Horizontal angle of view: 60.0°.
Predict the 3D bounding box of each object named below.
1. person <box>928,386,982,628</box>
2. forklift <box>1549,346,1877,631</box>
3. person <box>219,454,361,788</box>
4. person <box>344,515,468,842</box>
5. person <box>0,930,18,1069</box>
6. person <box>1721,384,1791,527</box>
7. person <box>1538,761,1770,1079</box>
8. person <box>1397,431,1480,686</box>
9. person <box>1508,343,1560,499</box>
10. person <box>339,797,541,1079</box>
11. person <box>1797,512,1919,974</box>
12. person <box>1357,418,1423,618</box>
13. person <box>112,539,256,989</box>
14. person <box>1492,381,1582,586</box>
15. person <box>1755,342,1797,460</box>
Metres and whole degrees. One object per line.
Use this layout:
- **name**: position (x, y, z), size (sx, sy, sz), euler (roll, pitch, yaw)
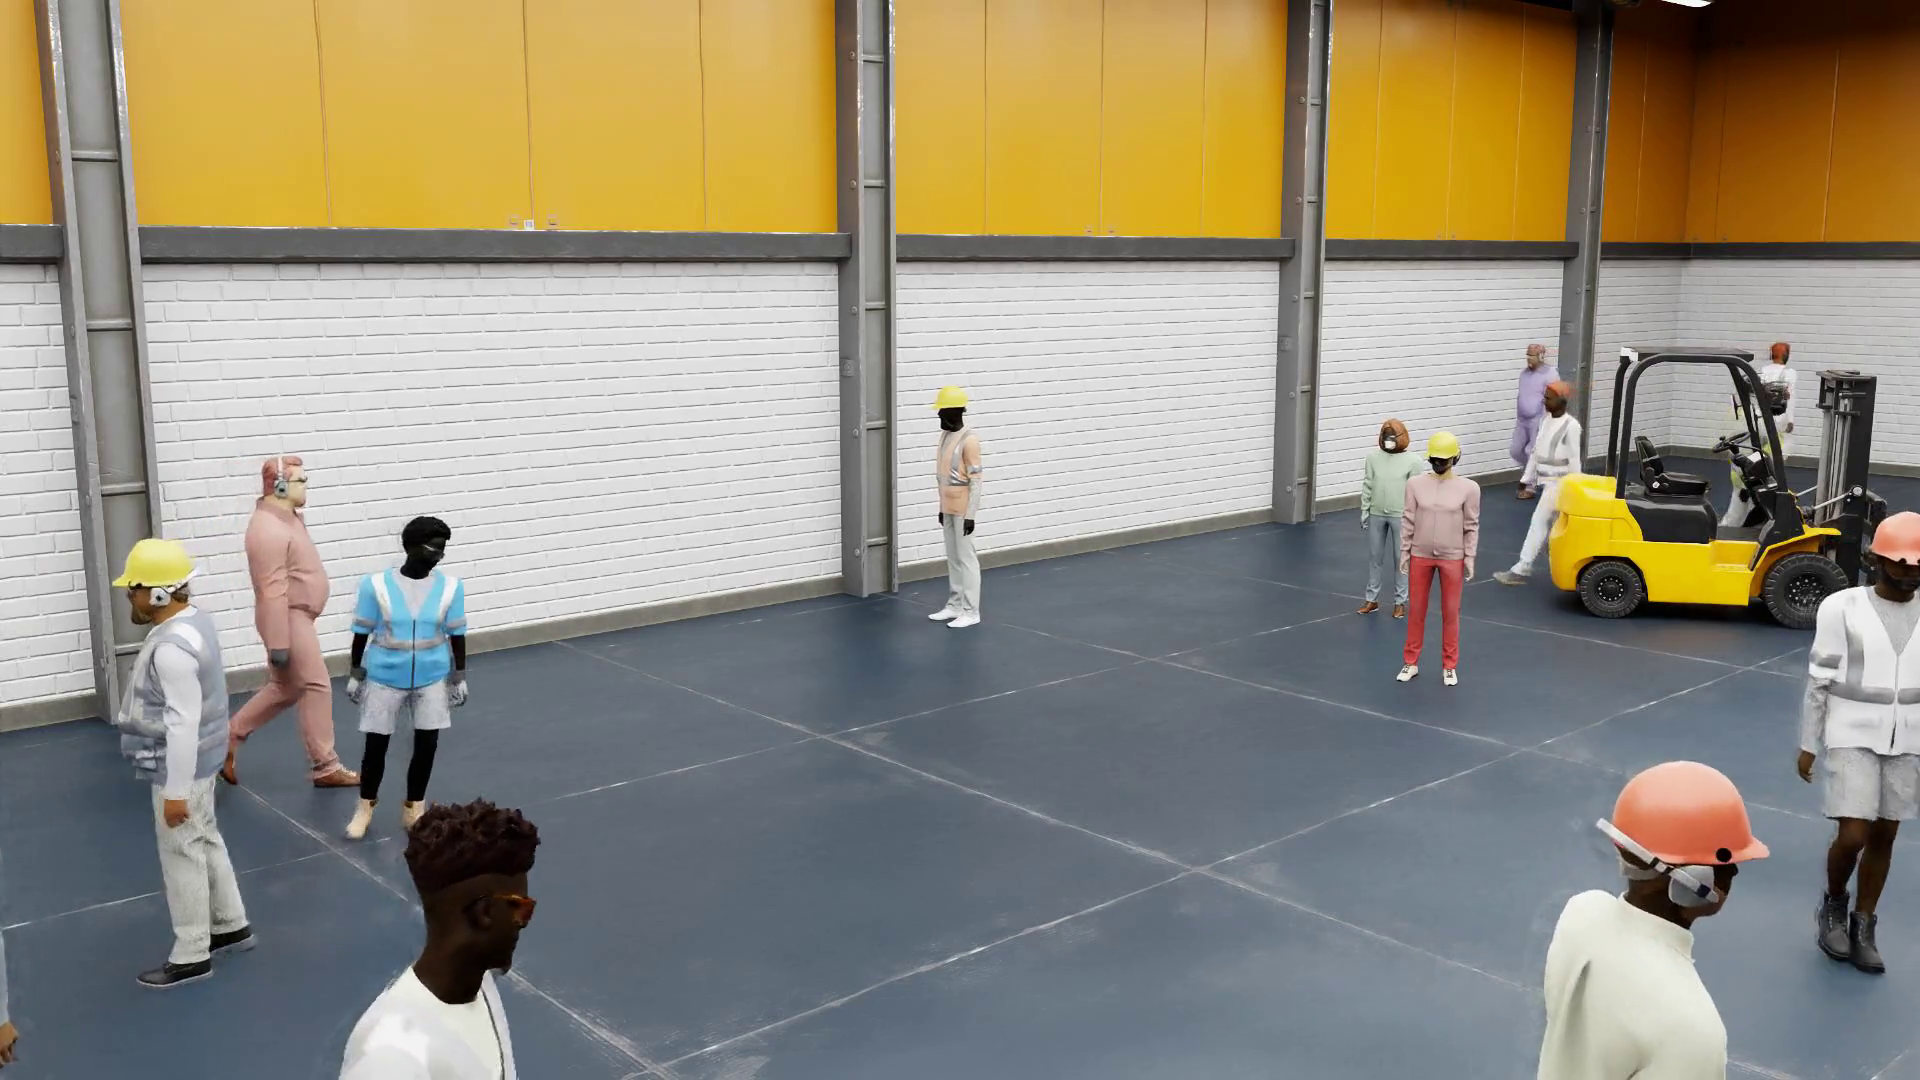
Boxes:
- **person**: position (-0.034, -0.264, 13.217), size (0.388, 1.926, 0.590), euler (-4, 11, -24)
- **forklift**: position (6.109, -0.478, 13.691), size (2.313, 2.155, 1.214), euler (3, 10, 16)
- **person**: position (-3.743, 0.462, 9.116), size (0.818, 1.881, 0.651), euler (-3, 10, -18)
- **person**: position (-2.805, 0.691, 8.396), size (0.638, 1.658, 0.374), euler (-5, 11, -26)
- **person**: position (-2.908, 1.263, 4.358), size (0.630, 1.898, 0.921), euler (6, 11, 30)
- **person**: position (7.320, -0.516, 15.069), size (0.908, 1.790, 0.661), euler (5, 11, 26)
- **person**: position (1.434, 1.395, 3.495), size (1.068, 1.938, 0.617), euler (-1, 10, -7)
- **person**: position (3.279, 0.127, 11.426), size (0.524, 1.759, 0.328), euler (4, 11, 24)
- **person**: position (6.951, -1.440, 20.192), size (0.437, 1.896, 0.671), euler (-4, 11, -24)
- **person**: position (-1.026, 1.457, 3.155), size (0.480, 1.922, 0.700), euler (0, 10, -1)
- **person**: position (3.766, 0.834, 6.797), size (0.573, 1.923, 0.401), euler (1, 10, 7)
- **person**: position (3.515, -0.183, 13.603), size (0.498, 1.633, 0.285), euler (7, 12, 34)
- **person**: position (-3.147, 0.899, 6.764), size (0.491, 1.830, 0.606), euler (-3, 10, -19)
- **person**: position (5.280, -0.501, 14.898), size (0.952, 1.842, 0.586), euler (0, 10, -2)
- **person**: position (10.229, -1.541, 20.850), size (0.420, 1.870, 0.608), euler (-5, 11, -26)
